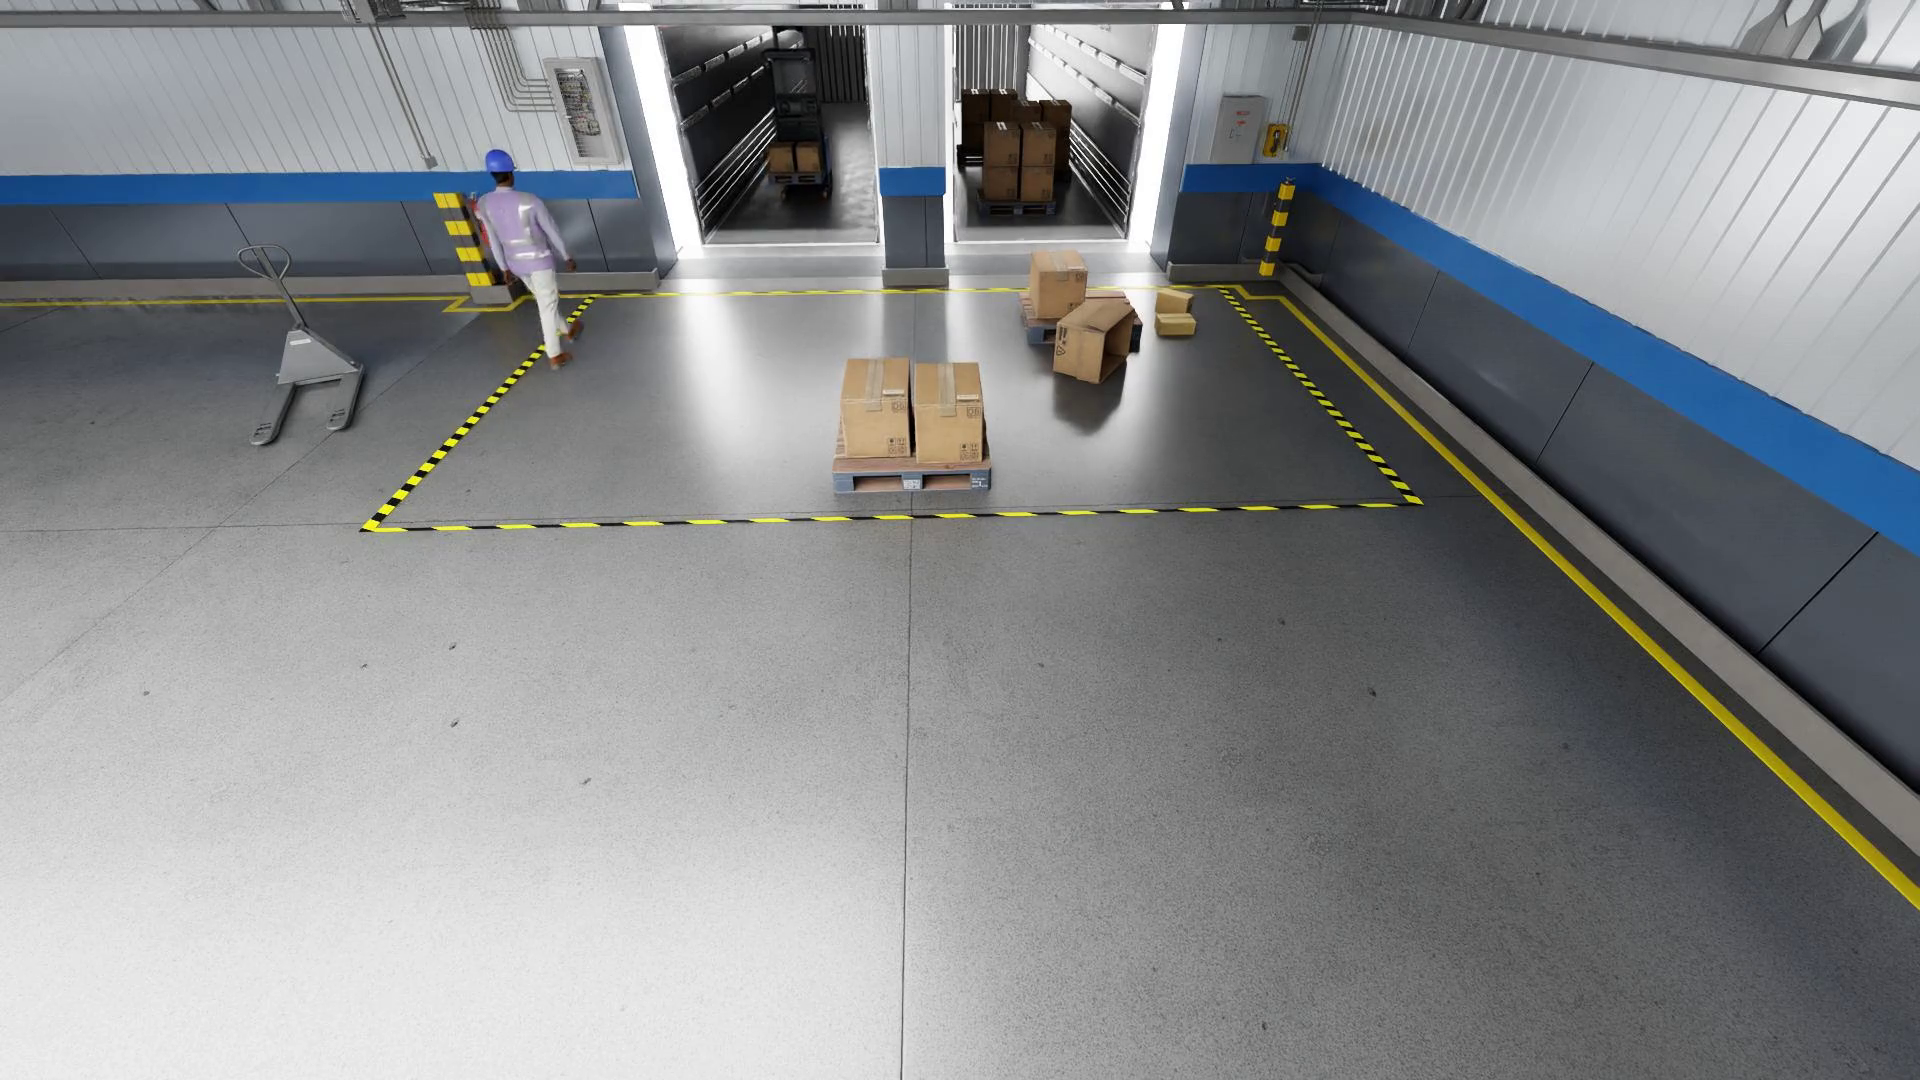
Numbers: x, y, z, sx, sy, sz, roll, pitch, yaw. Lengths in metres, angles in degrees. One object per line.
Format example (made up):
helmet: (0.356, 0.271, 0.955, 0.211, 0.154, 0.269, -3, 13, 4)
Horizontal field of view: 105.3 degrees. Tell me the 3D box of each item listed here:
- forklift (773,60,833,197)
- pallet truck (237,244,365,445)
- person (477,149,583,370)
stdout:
forklift: (-2.670, -7.111, 12.499, 0.716, 2.013, 0.776, -2, 39, -2)
pallet truck: (-5.915, -1.733, 6.366, 0.680, 1.201, 1.601, -18, 42, -21)
person: (-4.039, -2.703, 7.052, 0.610, 1.910, 0.904, 4, 39, 6)
